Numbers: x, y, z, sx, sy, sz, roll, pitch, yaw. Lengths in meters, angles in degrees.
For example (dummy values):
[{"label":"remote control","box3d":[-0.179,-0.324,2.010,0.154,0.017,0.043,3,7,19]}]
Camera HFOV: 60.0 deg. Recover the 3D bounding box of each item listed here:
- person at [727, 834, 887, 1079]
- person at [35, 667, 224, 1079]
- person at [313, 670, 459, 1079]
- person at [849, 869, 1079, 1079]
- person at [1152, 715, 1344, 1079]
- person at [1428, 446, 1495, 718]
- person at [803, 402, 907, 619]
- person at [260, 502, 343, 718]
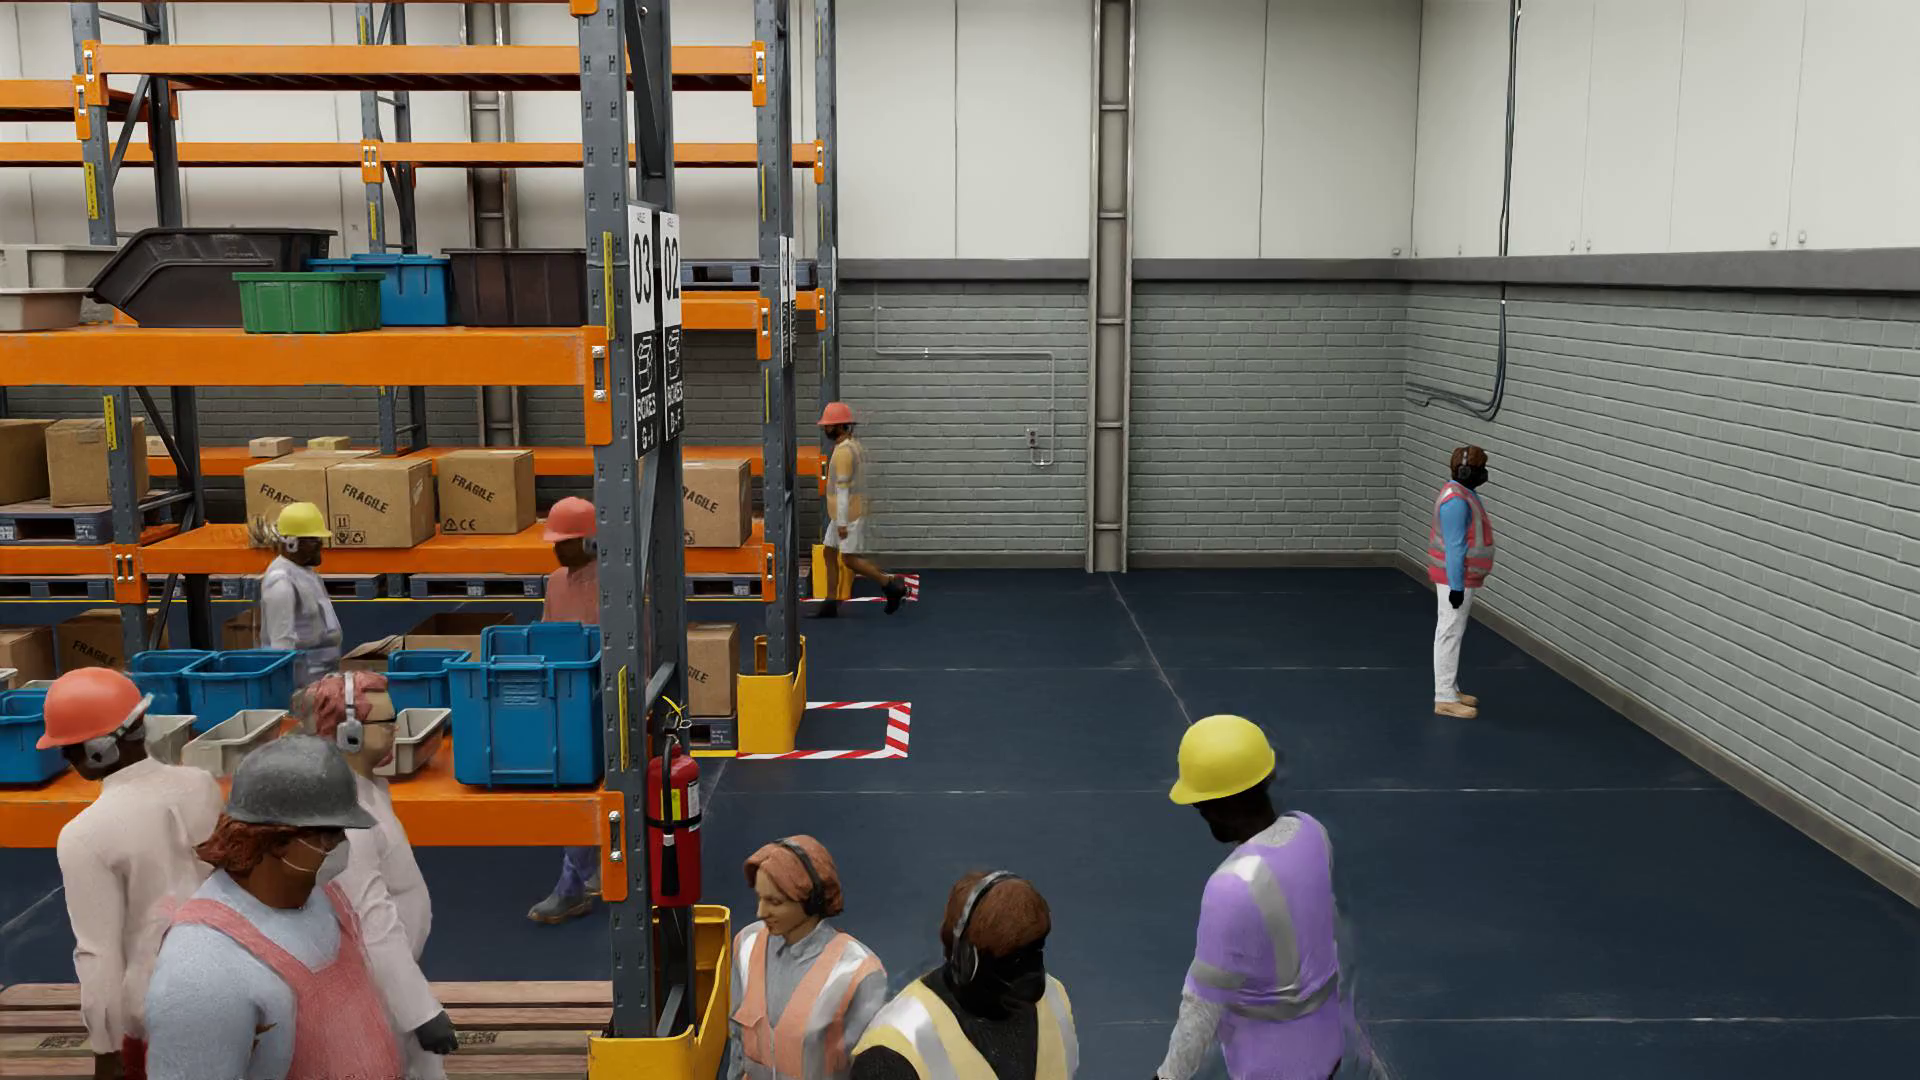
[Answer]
[{"label":"person","box3d":[-0.386,1.537,4.256,0.526,1.632,0.312,7,12,37]},{"label":"person","box3d":[-2.300,1.304,4.805,1.010,1.928,0.655,3,10,18]},{"label":"person","box3d":[-1.657,1.308,4.942,0.852,1.871,0.650,-3,10,-17]},{"label":"person","box3d":[0.005,1.558,3.628,0.611,1.797,0.923,-8,12,-40]},{"label":"person","box3d":[0.803,1.379,4.487,0.569,1.873,0.627,5,11,30]},{"label":"person","box3d":[3.424,0.271,11.370,0.430,1.844,0.624,3,10,20]},{"label":"person","box3d":[-0.909,-0.241,14.341,0.830,1.912,0.543,-1,9,-4]},{"label":"person","box3d":[-3.570,0.694,8.884,0.530,1.811,0.590,-2,9,-12]}]
